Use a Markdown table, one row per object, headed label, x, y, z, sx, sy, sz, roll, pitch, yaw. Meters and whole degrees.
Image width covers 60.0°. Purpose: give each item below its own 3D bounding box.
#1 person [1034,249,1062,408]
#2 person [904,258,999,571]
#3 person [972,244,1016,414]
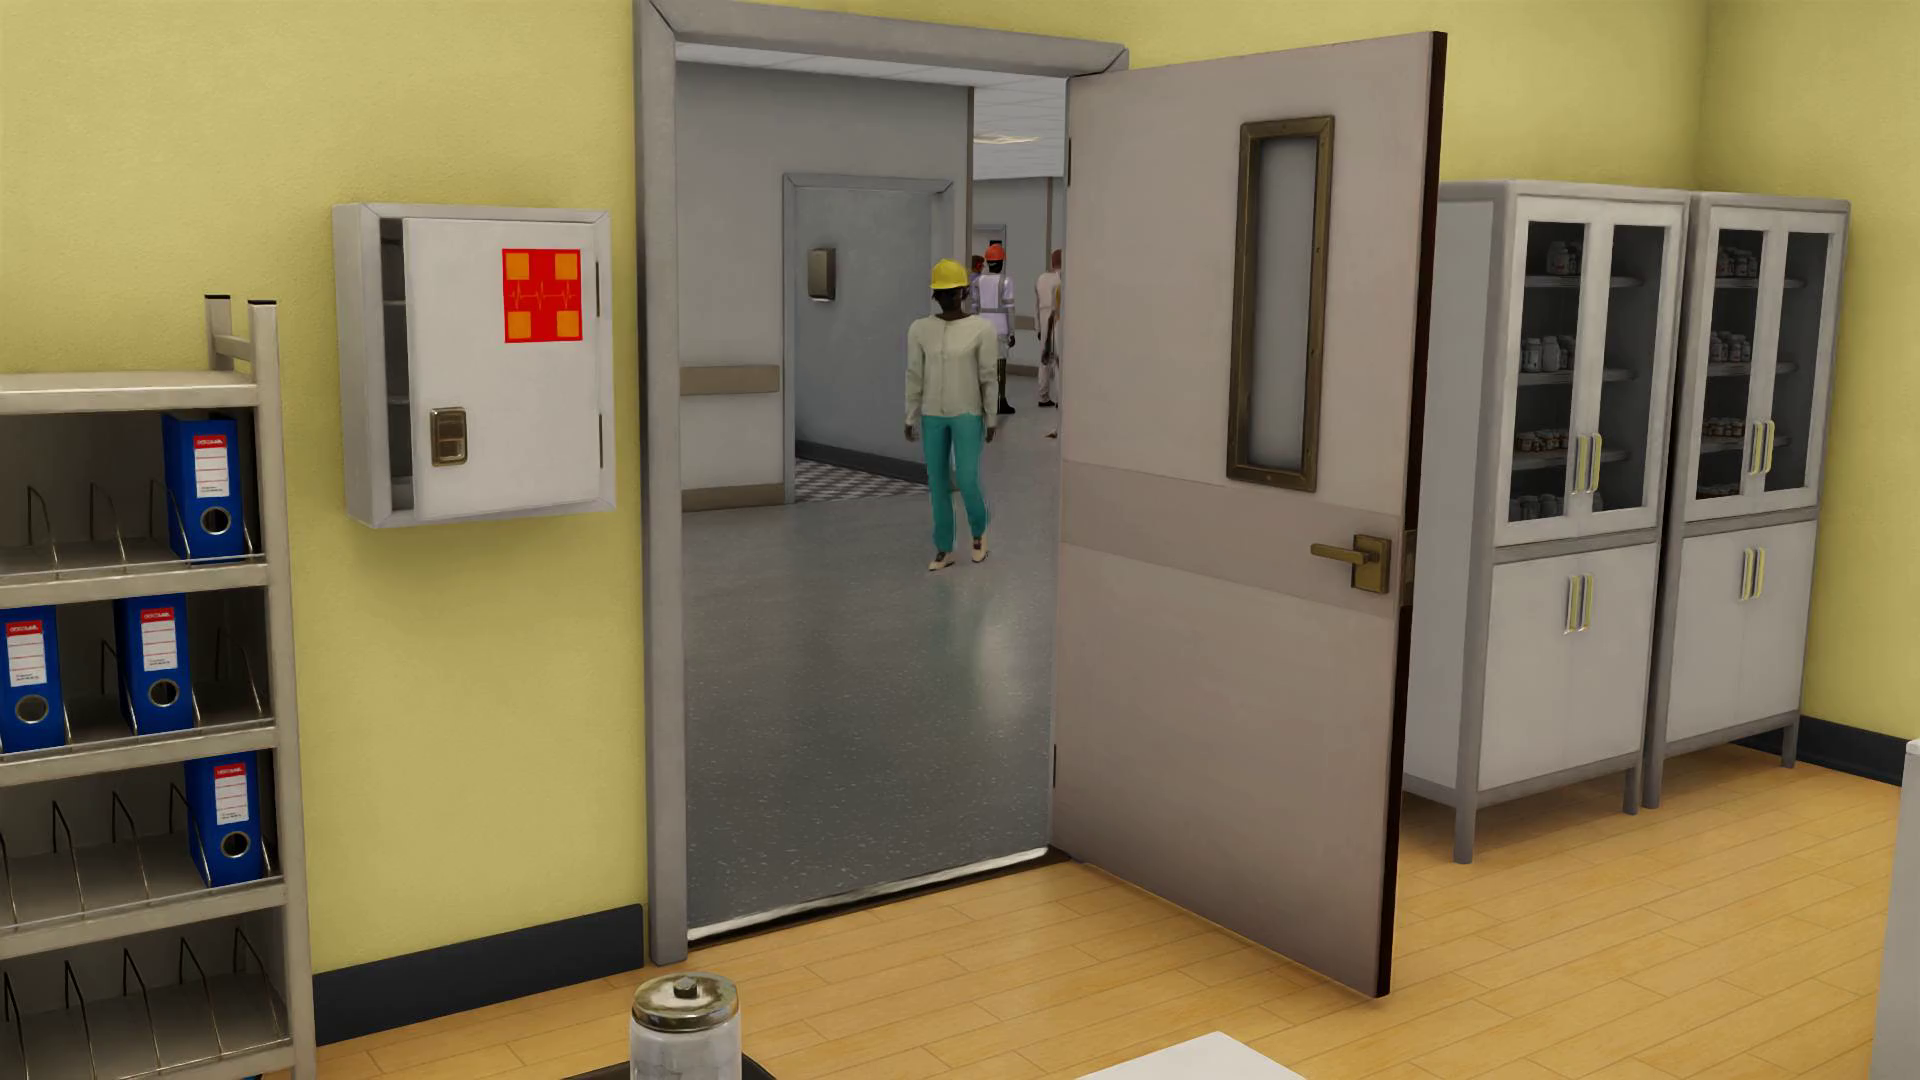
| label | x | y | z | sx | sy | sz | roll | pitch | yaw |
| --- | --- | --- | --- | --- | --- | --- | --- | --- | --- |
| person | 1.188 | -2.551 | 20.107 | 0.401 | 1.907 | 0.648 | -8 | 13 | -42 |
| person | -0.056 | -0.690 | 9.339 | 0.524 | 1.758 | 0.367 | 4 | 10 | 19 |
| person | 0.397 | -2.416 | 19.124 | 0.544 | 1.943 | 0.347 | 6 | 11 | 29 |
